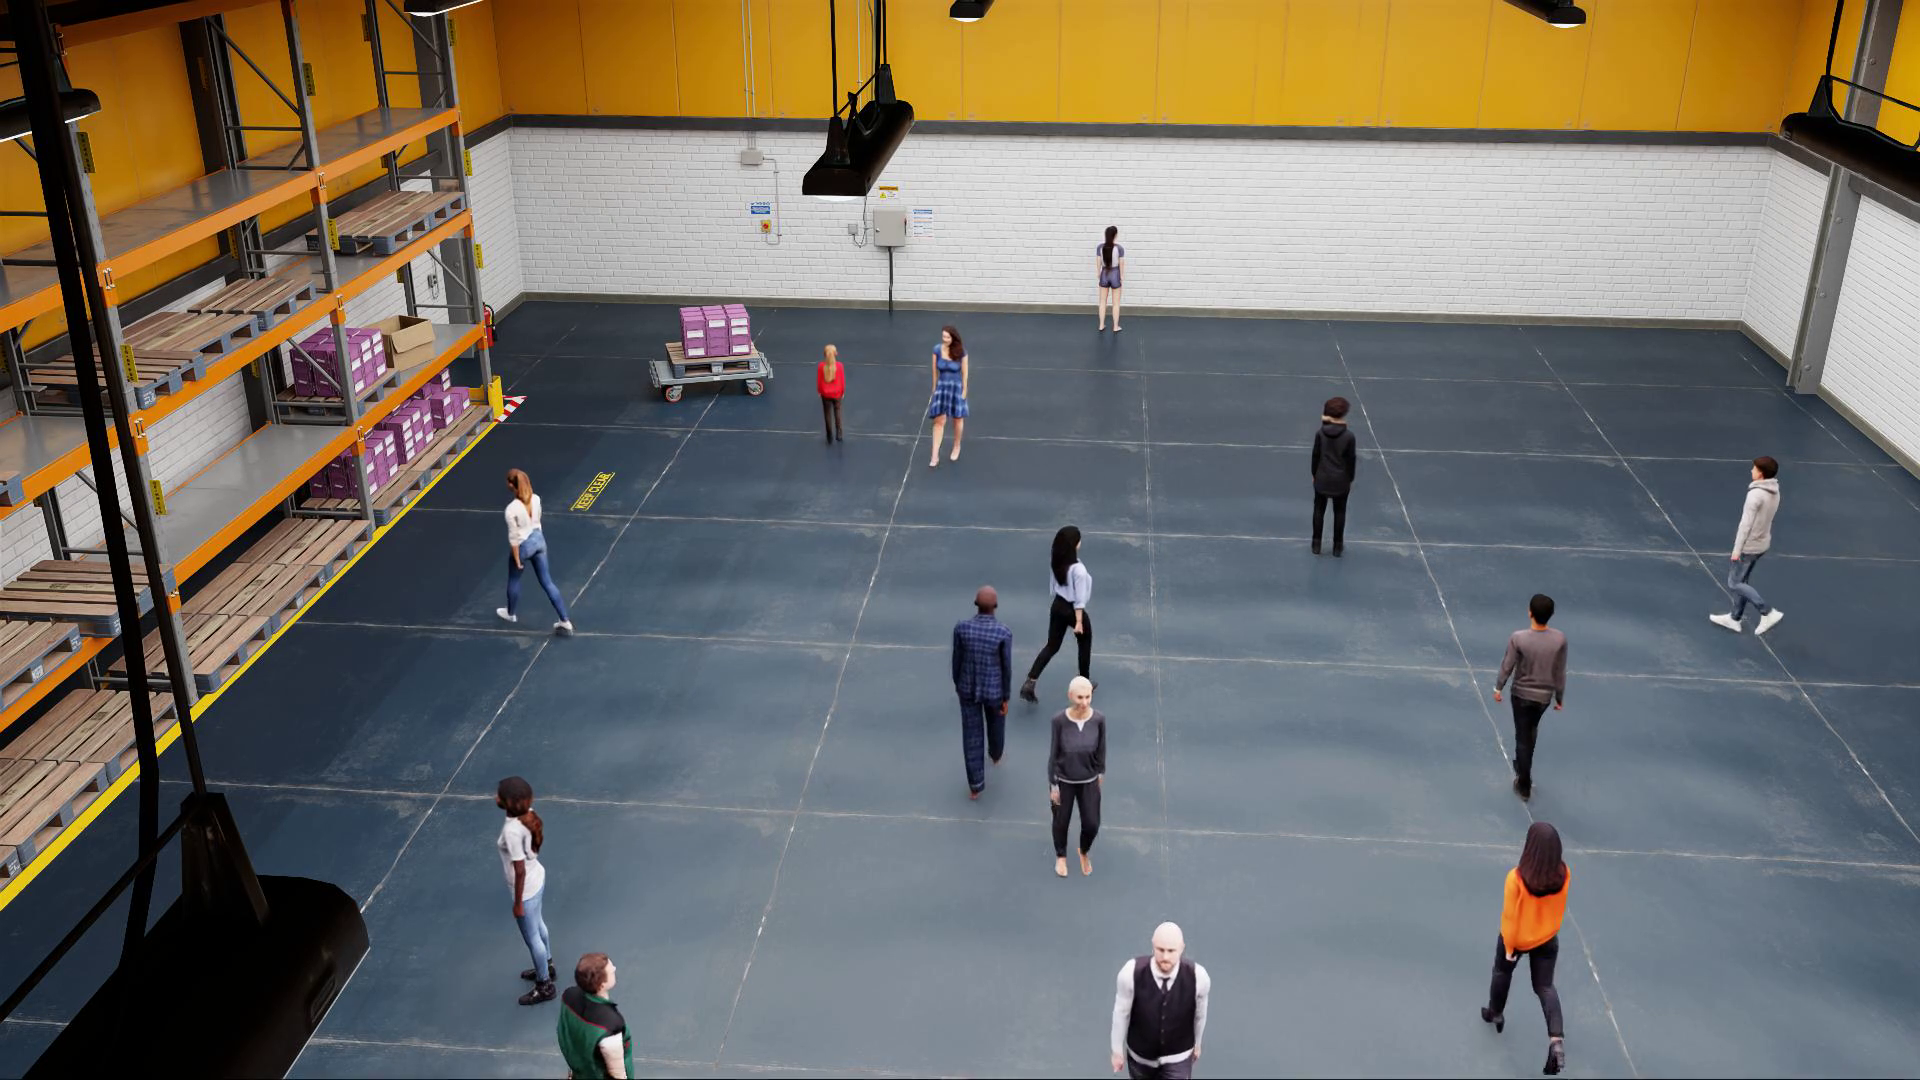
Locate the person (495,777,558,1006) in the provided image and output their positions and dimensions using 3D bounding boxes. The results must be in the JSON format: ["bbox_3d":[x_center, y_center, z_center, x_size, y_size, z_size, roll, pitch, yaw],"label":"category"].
[{"bbox_3d":[-2.914,2.337,11.181,0.677,1.719,0.517,-2,24,-5],"label":"person"}]

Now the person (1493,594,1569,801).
[{"bbox_3d":[4.664,1.307,13.498,0.713,1.751,0.790,1,24,2],"label":"person"}]

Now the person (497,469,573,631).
[{"bbox_3d":[-4.144,0.137,16.266,1.083,1.677,1.168,17,29,33],"label":"person"}]

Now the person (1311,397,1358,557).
[{"bbox_3d":[4.037,-0.683,18.017,0.689,1.777,0.670,9,25,20],"label":"person"}]

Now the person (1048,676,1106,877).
[{"bbox_3d":[0.856,1.736,12.565,0.633,1.711,0.639,0,24,0],"label":"person"}]

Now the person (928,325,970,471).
[{"bbox_3d":[-0.097,-1.788,20.552,0.769,1.772,1.104,6,24,14],"label":"person"}]

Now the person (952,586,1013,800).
[{"bbox_3d":[0.170,1.274,13.536,0.642,1.782,1.028,2,24,4],"label":"person"}]

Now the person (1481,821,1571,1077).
[{"bbox_3d":[3.681,2.598,10.586,0.823,1.718,1.157,-4,24,-10],"label":"person"}]

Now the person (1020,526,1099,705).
[{"bbox_3d":[0.889,0.711,14.910,1.161,1.711,1.129,-17,29,-34],"label":"person"}]

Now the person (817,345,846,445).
[{"bbox_3d":[-1.650,-1.854,21.340,0.582,1.262,0.793,-2,24,-5],"label":"person"}]

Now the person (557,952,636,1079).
[{"bbox_3d":[-2.057,3.094,9.306,0.820,1.835,0.875,21,31,39],"label":"person"}]

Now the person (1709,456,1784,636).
[{"bbox_3d":[7.772,0.094,16.159,1.039,1.842,1.006,21,31,40],"label":"person"}]

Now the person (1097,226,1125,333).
[{"bbox_3d":[2.348,-4.075,25.932,0.648,1.653,0.612,9,25,19],"label":"person"}]

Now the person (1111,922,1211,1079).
[{"bbox_3d":[1.165,2.944,9.709,0.702,1.786,1.194,3,24,8],"label":"person"}]
